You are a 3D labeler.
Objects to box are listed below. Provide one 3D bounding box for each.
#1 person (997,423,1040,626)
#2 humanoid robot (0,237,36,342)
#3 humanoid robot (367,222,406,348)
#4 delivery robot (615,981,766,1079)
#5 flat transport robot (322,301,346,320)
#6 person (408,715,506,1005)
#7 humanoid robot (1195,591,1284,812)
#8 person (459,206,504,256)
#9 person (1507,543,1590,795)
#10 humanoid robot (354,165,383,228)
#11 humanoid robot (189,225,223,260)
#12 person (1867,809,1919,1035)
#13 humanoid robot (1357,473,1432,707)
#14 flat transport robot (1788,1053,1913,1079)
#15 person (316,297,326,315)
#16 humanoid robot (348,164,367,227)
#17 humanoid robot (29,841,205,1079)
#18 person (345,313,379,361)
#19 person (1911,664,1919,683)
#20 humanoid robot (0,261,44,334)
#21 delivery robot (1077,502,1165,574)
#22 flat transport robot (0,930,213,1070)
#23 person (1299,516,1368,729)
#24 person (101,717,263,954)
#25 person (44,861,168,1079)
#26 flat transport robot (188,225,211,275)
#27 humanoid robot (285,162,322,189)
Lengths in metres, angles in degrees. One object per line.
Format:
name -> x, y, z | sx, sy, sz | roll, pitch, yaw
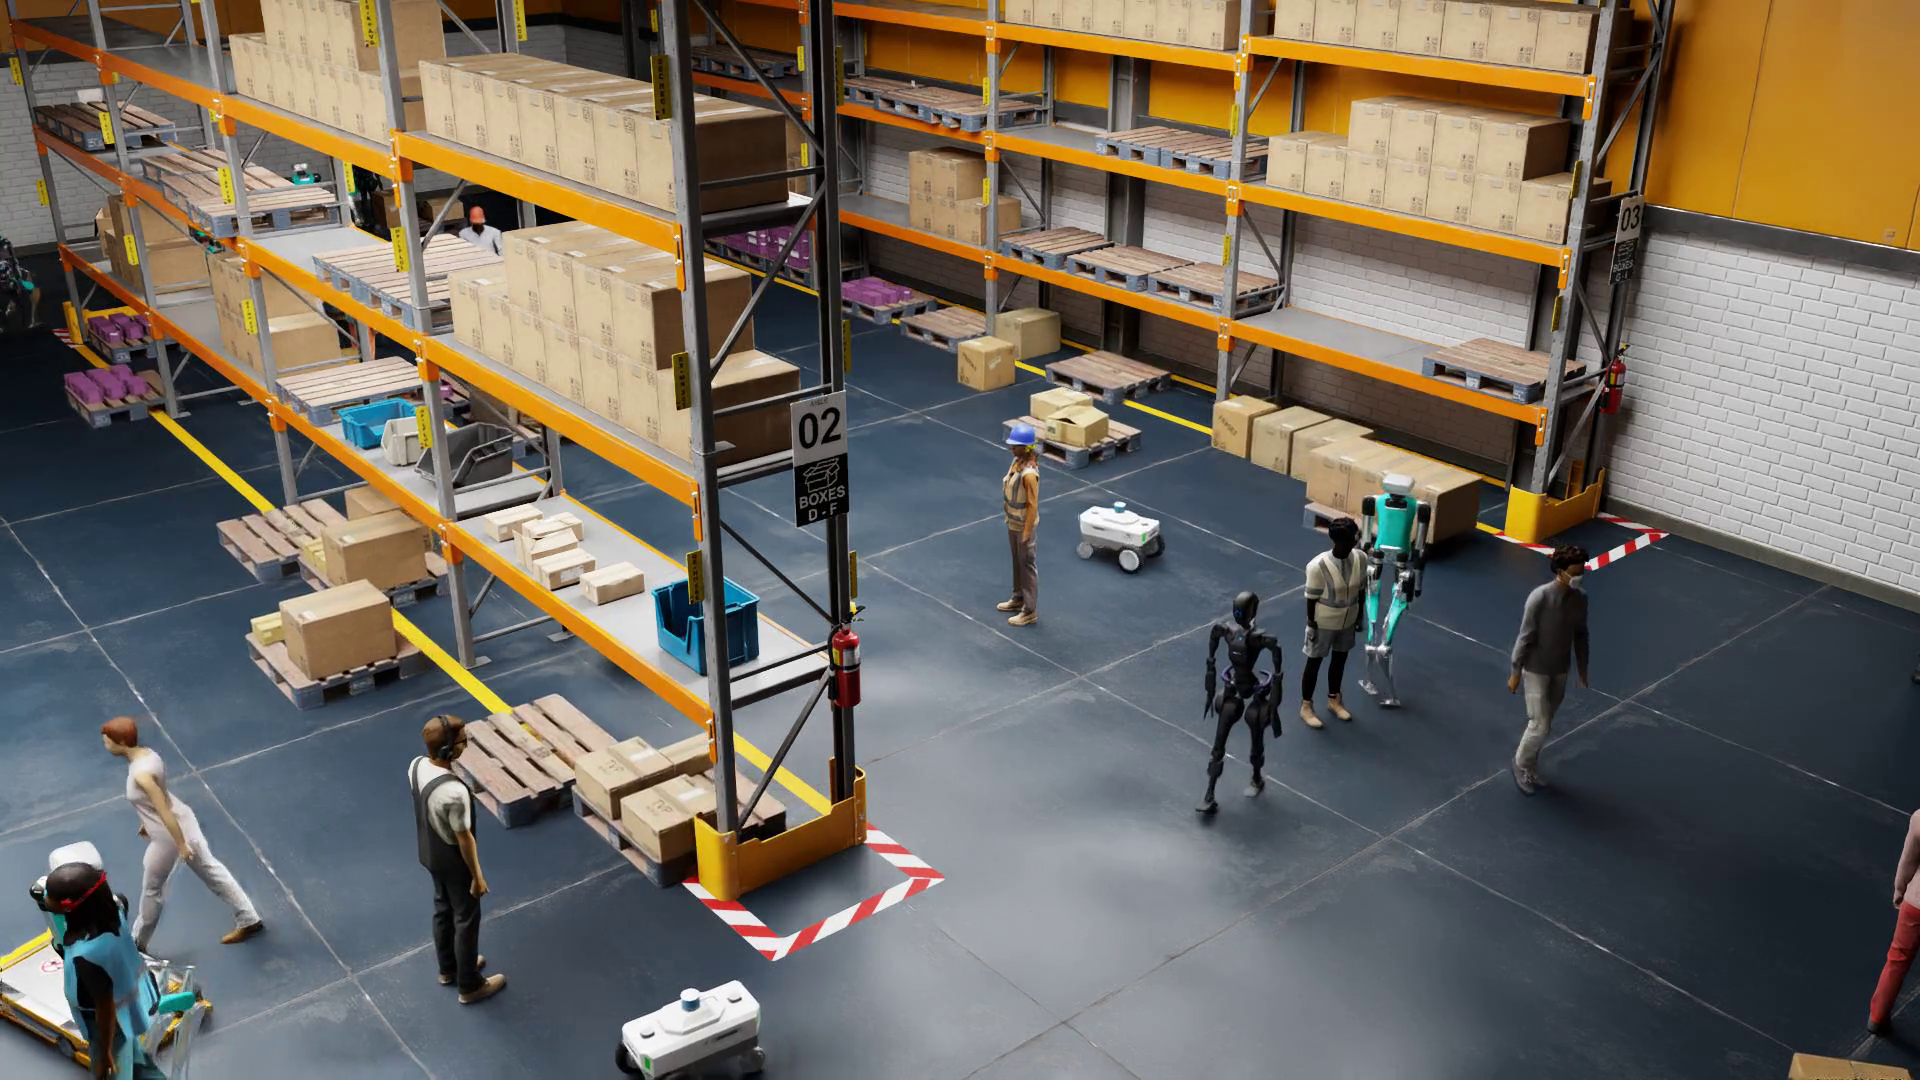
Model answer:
person -> 0.509, -0.141, 14.061 | 0.297, 1.780, 0.478 | -6, 24, -14
humanoid robot -> -12.582, -3.419, 21.782 | 0.610, 1.654, 0.350 | 0, 23, 1
humanoid robot -> -7.478, -3.308, 21.531 | 0.538, 1.640, 0.609 | 17, 29, 34
delivery robot -> -1.460, 2.706, 9.005 | 0.765, 0.585, 0.499 | -15, 27, -31
flat transport robot -> -8.813, -3.215, 23.088 | 1.431, 0.231, 0.659 | 4, 24, 10
person -> -2.873, 1.818, 9.466 | 0.514, 1.834, 0.362 | 20, 30, 38
humanoid robot -> 1.931, 1.102, 11.350 | 0.585, 1.629, 0.722 | 13, 27, 27
person -> -6.372, -3.657, 22.305 | 0.577, 1.698, 0.920 | -7, 24, -16
person -> 4.097, 0.900, 11.527 | 0.569, 1.878, 0.522 | -9, 25, -19
humanoid robot -> -9.965, -6.082, 27.932 | 0.599, 1.657, 0.315 | 15, 27, 30
humanoid robot -> -10.634, -4.065, 23.251 | 0.916, 1.772, 0.530 | 16, 28, 33
person -> 5.386, 2.012, 9.111 | 0.346, 1.758, 0.519 | -19, 30, -37
humanoid robot -> 3.255, 0.442, 12.786 | 0.569, 1.785, 0.852 | 10, 25, 22
flat transport robot -> 4.418, 3.437, 7.684 | 1.431, 0.231, 0.659 | 5, 24, 12
person -> -8.516, -3.432, 21.558 | 0.680, 1.884, 0.556 | -13, 27, -28
humanoid robot -> -10.289, -6.185, 28.125 | 0.617, 1.776, 0.844 | 18, 29, 36
humanoid robot -> -4.212, 2.192, 8.547 | 0.533, 1.677, 0.735 | 8, 25, 18
person -> -7.161, -2.656, 19.920 | 0.498, 1.759, 0.345 | 13, 26, 27
person -> 7.806, 0.263, 12.957 | 0.547, 1.923, 0.385 | 15, 28, 31
humanoid robot -> -12.697, -3.613, 22.199 | 0.569, 1.783, 0.895 | 17, 29, 34
delivery robot -> 1.492, -0.043, 15.400 | 0.805, 0.609, 0.499 | 14, 27, 30
flat transport robot -> -5.067, 2.608, 9.604 | 1.431, 0.231, 0.659 | 13, 27, 28
person -> 2.796, 0.602, 12.451 | 0.533, 1.693, 0.320 | -10, 25, -22
person -> -4.727, 1.761, 9.882 | 0.925, 1.585, 0.456 | -7, 24, -16
person -> -4.152, 2.374, 8.156 | 0.473, 1.870, 0.539 | -6, 24, -13
flat transport robot -> -11.505, -3.791, 24.422 | 1.431, 0.231, 0.659 | -10, 25, -23
humanoid robot -> -9.803, -4.738, 24.882 | 0.539, 1.874, 0.738 | -18, 29, -35
